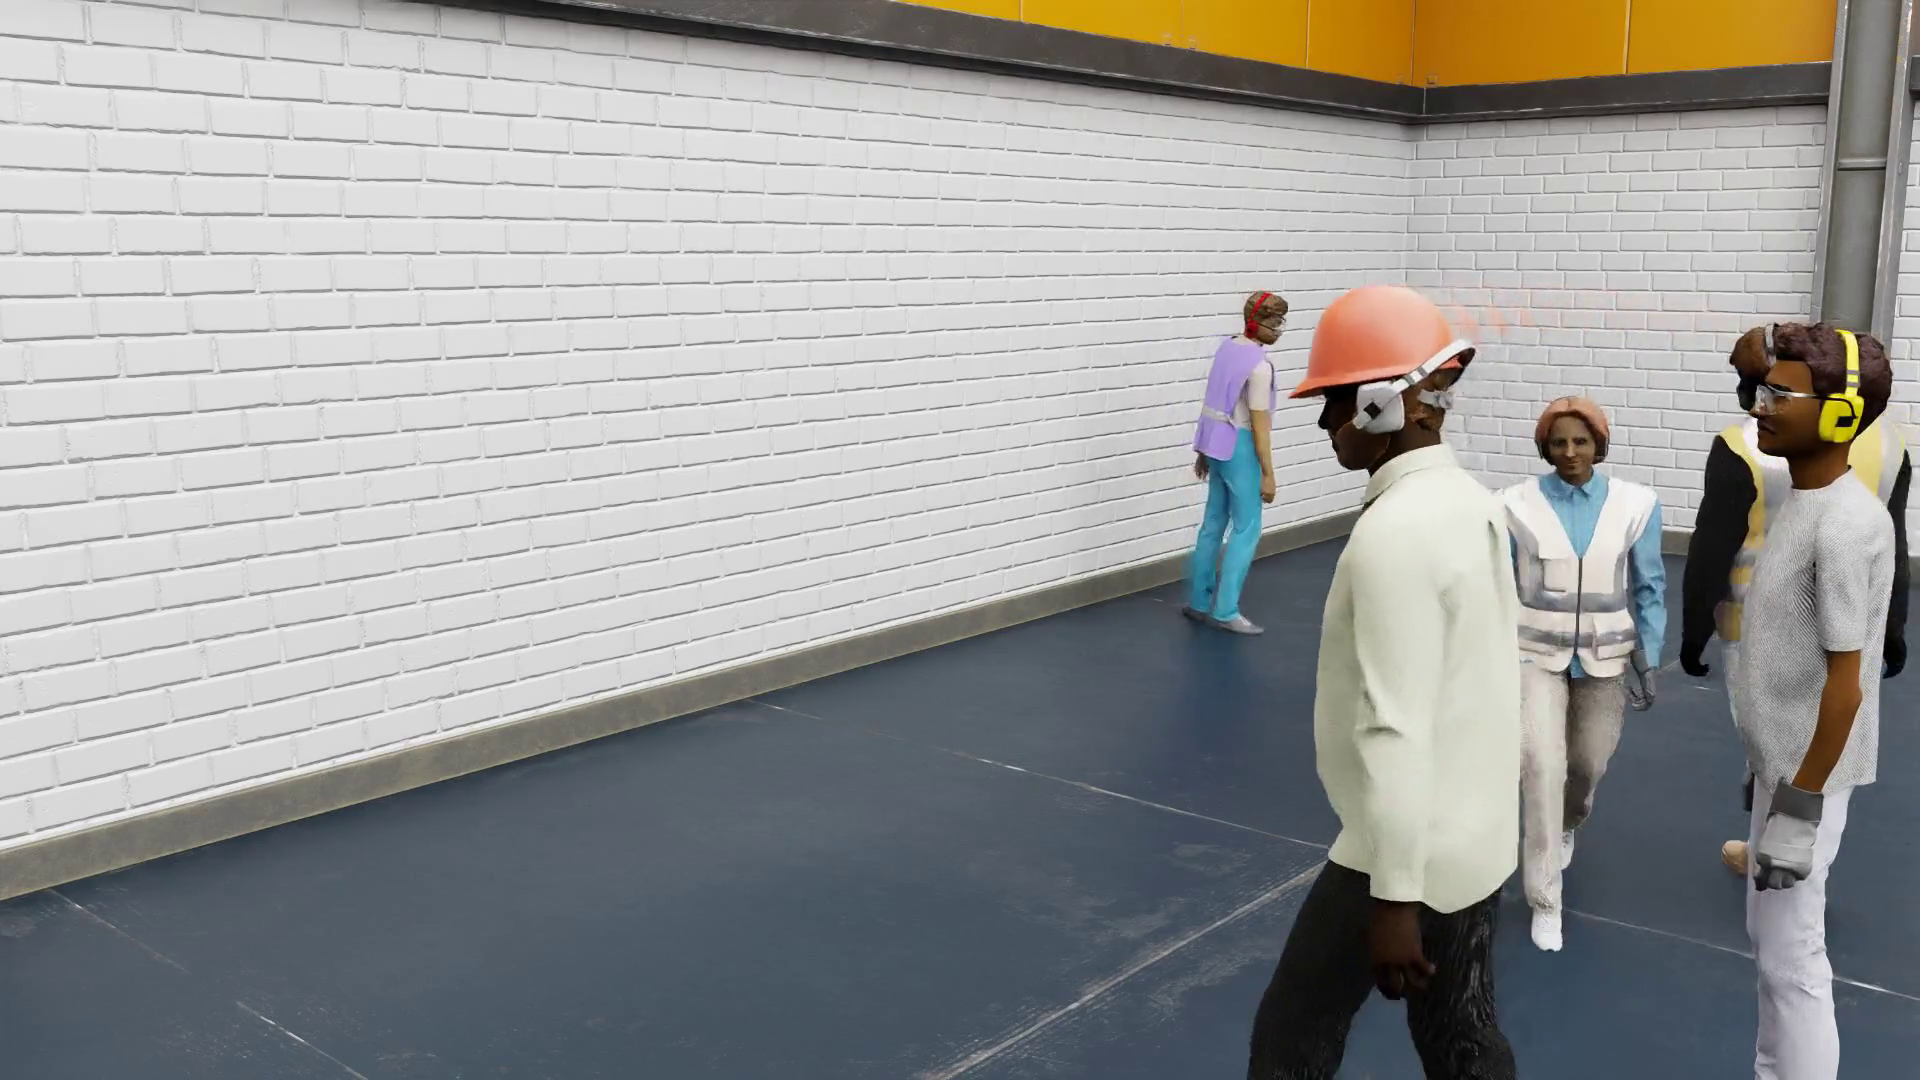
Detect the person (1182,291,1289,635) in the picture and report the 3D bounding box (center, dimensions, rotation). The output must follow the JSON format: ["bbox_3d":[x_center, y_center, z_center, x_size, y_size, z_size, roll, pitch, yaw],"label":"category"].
[{"bbox_3d":[1.427,-0.414,8.824,0.403,1.806,0.747,-3,10,-16],"label":"person"}]

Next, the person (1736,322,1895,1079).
[{"bbox_3d":[1.710,0.491,3.458,0.328,1.877,0.510,3,11,19],"label":"person"}]

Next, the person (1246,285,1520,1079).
[{"bbox_3d":[0.697,0.526,3.039,0.935,1.946,0.629,6,12,31],"label":"person"}]

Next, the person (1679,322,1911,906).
[{"bbox_3d":[2.453,0.245,5.069,0.659,1.803,0.736,-2,10,-10],"label":"person"}]

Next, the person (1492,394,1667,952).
[{"bbox_3d":[1.840,0.349,5.065,0.516,1.609,0.780,2,10,9],"label":"person"}]
